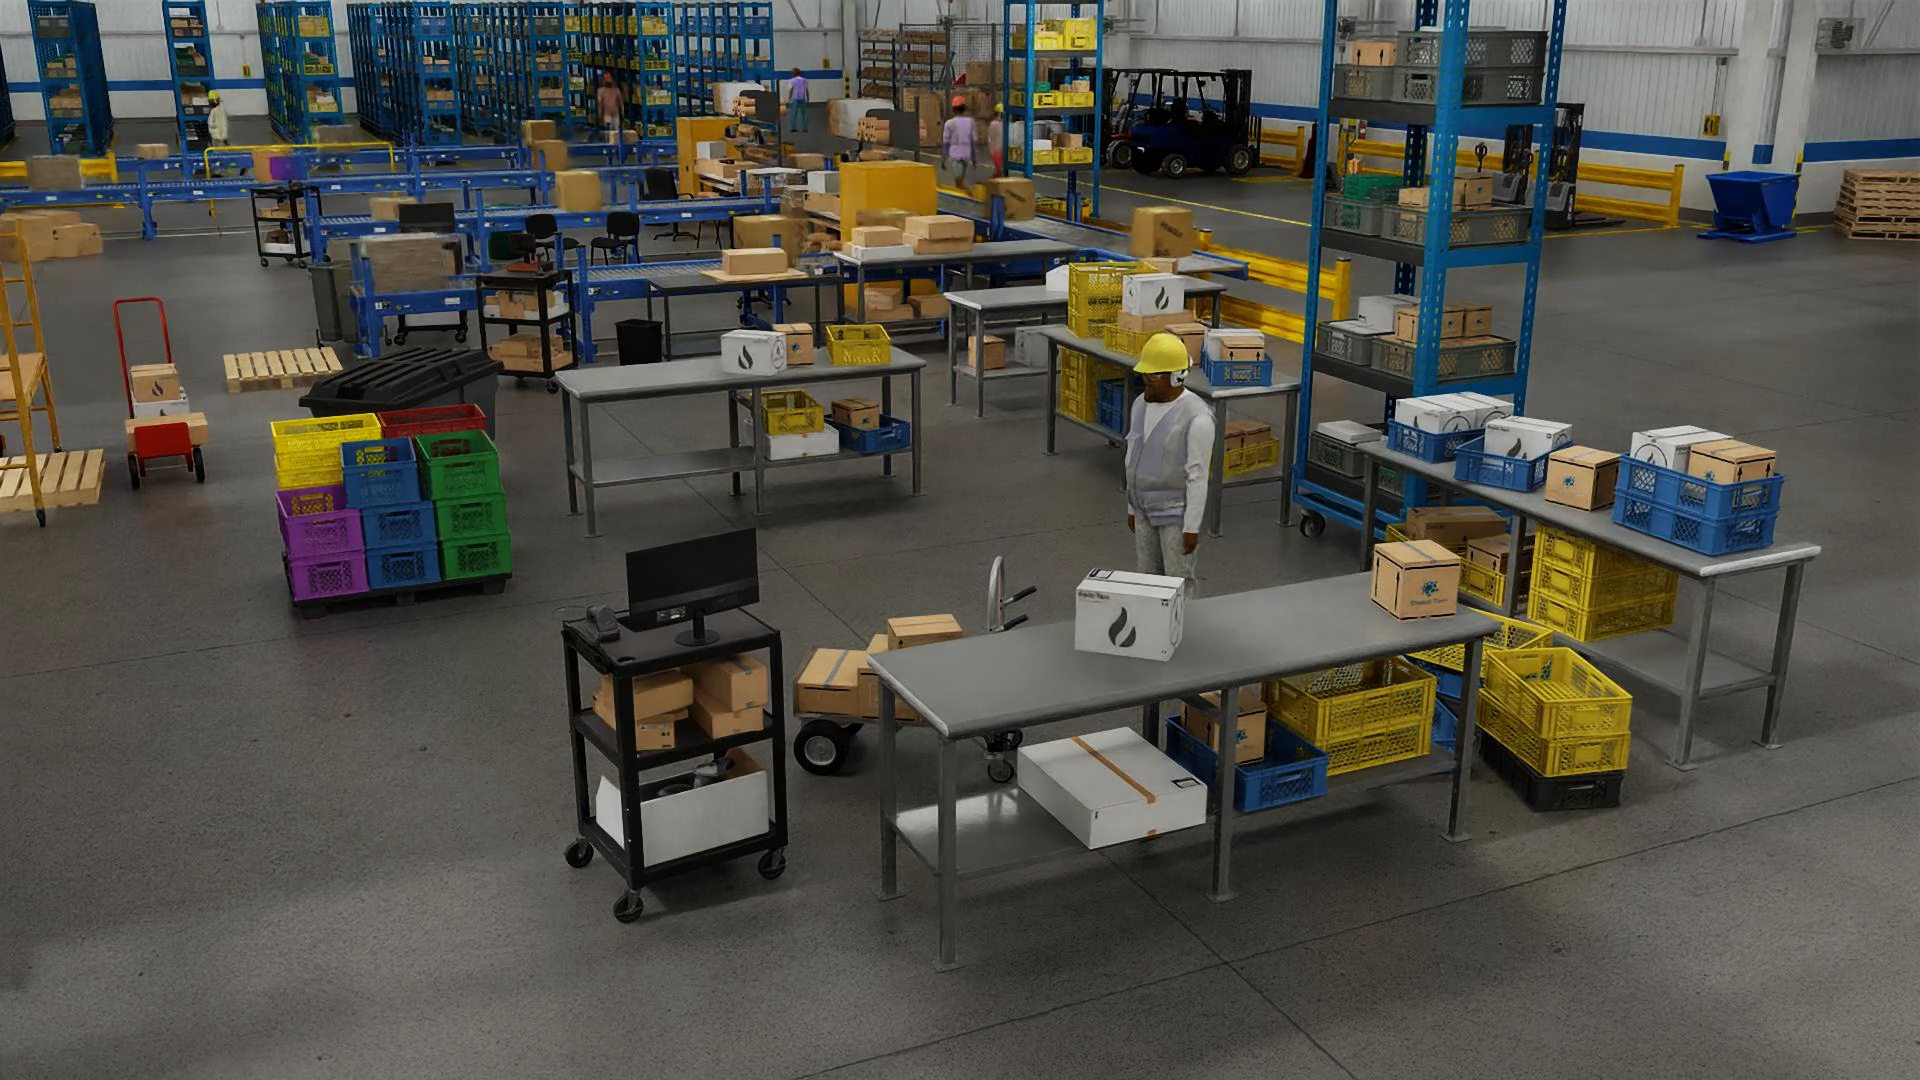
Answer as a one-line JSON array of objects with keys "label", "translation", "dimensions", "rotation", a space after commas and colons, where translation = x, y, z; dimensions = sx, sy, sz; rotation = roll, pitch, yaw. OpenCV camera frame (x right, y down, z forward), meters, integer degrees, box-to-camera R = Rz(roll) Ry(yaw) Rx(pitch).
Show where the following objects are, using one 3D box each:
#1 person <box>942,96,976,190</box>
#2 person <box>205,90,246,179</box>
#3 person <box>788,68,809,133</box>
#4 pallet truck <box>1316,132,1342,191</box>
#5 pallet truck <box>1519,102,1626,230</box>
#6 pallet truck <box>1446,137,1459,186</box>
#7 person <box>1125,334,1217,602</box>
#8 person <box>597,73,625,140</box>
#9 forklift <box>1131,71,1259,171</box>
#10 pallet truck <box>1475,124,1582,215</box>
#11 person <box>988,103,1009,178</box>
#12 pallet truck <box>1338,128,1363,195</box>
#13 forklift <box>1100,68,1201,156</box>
[{"label": "person", "translation": [0.022, -6.564, 28.442], "dimensions": [0.620, 2.007, 1.017], "rotation": [-11, 21, -32]}, {"label": "person", "translation": [-15.410, -8.479, 34.784], "dimensions": [0.710, 1.814, 0.601], "rotation": [-14, 22, -37]}, {"label": "person", "translation": [-4.663, -12.708, 48.103], "dimensions": [0.626, 1.821, 0.484], "rotation": [-8, 19, -24]}, {"label": "pallet truck", "translation": [7.723, -7.504, 32.656], "dimensions": [1.601, 1.201, 0.680], "rotation": [-8, 19, -23]}, {"label": "pallet truck", "translation": [9.972, -6.037, 26.785], "dimensions": [1.885, 1.965, 0.823], "rotation": [-9, 20, -25]}, {"label": "pallet truck", "translation": [9.184, -6.485, 29.328], "dimensions": [1.630, 1.274, 0.653], "rotation": [-8, 19, -23]}, {"label": "person", "translation": [1.045, -0.160, 8.564], "dimensions": [0.404, 1.824, 0.586], "rotation": [-11, 21, -31]}, {"label": "person", "translation": [-8.471, -10.310, 40.288], "dimensions": [0.627, 1.972, 0.678], "rotation": [-9, 20, -26]}, {"label": "forklift", "translation": [4.998, -8.936, 35.413], "dimensions": [2.680, 1.987, 1.157], "rotation": [-9, 20, -25]}, {"label": "pallet truck", "translation": [9.707, -6.455, 28.103], "dimensions": [1.885, 1.965, 0.823], "rotation": [-7, 19, -20]}, {"label": "person", "translation": [0.743, -7.182, 30.773], "dimensions": [0.364, 1.753, 0.545], "rotation": [13, 22, 35]}, {"label": "pallet truck", "translation": [7.845, -7.140, 31.411], "dimensions": [1.522, 1.261, 0.704], "rotation": [-9, 20, -25]}, {"label": "forklift", "translation": [4.082, -9.564, 37.410], "dimensions": [2.680, 1.987, 1.157], "rotation": [-8, 19, -23]}]
